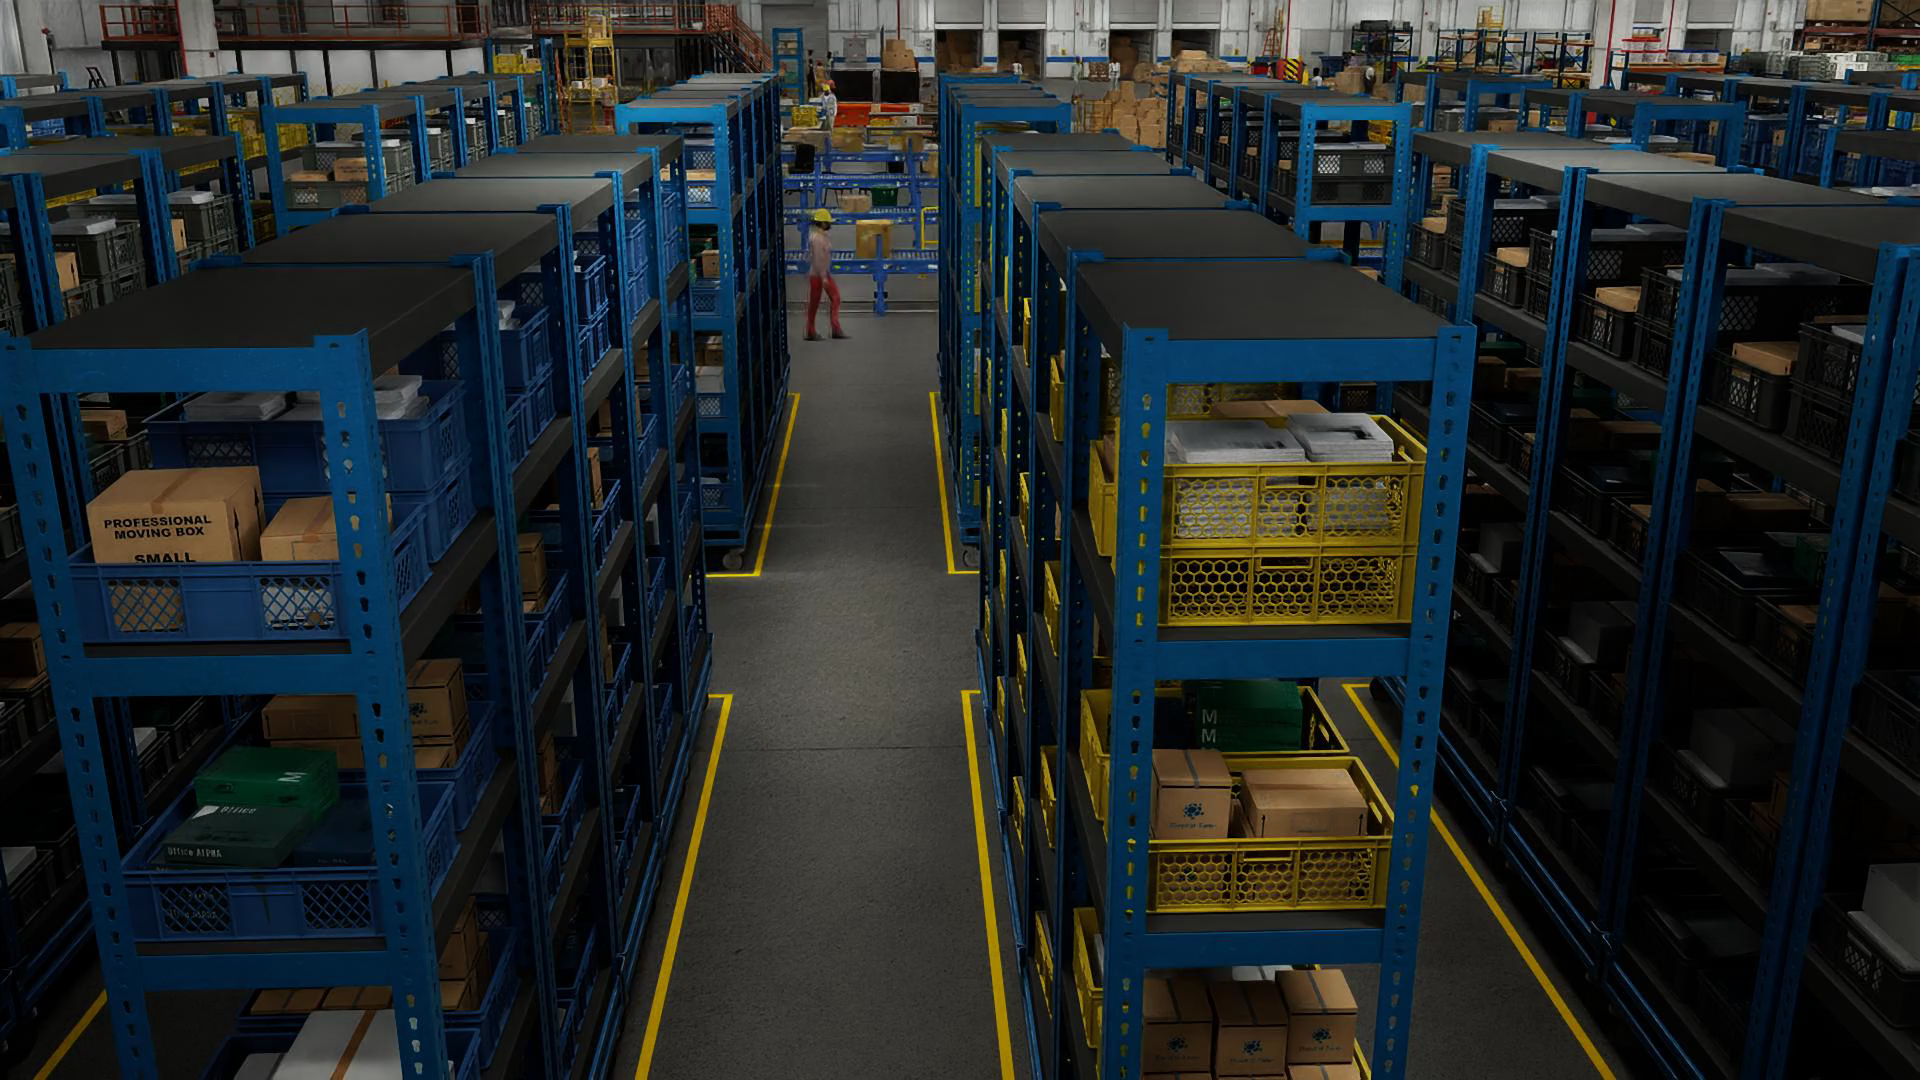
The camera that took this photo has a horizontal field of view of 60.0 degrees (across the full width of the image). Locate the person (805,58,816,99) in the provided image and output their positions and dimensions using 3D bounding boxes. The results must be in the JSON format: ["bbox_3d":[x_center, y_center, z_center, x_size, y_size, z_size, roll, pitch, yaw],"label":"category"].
[{"bbox_3d":[-6.888,-21.345,76.974,0.514,1.844,0.328,-4,18,-13],"label":"person"}]

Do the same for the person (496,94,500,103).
[{"bbox_3d":[-15.178,-14.222,55.149,0.817,1.713,0.489,0,18,1],"label":"person"}]

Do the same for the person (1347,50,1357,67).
[{"bbox_3d":[20.636,-24.804,87.546,0.368,1.927,0.587,-13,22,-35],"label":"person"}]

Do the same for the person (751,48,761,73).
[{"bbox_3d":[-11.234,-26.153,91.759,0.585,1.911,0.391,-7,19,-21],"label":"person"}]

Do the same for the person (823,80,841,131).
[{"bbox_3d":[-4.132,-13.832,53.625,0.478,1.909,0.581,-13,22,-35],"label":"person"}]

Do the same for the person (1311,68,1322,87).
[{"bbox_3d":[13.447,-16.877,62.953,0.367,1.966,0.607,14,23,38],"label":"person"}]

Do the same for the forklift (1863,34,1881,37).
[{"bbox_3d":[45.817,-24.194,84.132,1.129,2.768,1.873,12,21,33],"label":"forklift"}]

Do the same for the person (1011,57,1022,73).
[{"bbox_3d":[2.638,-21.555,77.558,0.573,1.887,0.355,9,20,27],"label":"person"}]

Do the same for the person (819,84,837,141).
[{"bbox_3d":[-4.219,-13.525,52.794,0.600,1.830,0.404,2,18,6],"label":"person"}]

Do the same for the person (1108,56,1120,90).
[{"bbox_3d":[7.294,-21.917,78.704,0.567,1.878,0.350,-5,19,-15],"label":"person"}]

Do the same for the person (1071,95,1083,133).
[{"bbox_3d":[3.465,-12.643,50.429,0.520,1.612,0.661,0,18,1],"label":"person"}]

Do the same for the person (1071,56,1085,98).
[{"bbox_3d":[5.538,-21.698,77.987,0.617,1.895,0.995,-13,22,-34],"label":"person"}]

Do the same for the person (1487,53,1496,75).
[{"bbox_3d":[27.431,-24.215,85.884,0.432,1.825,0.663,12,21,32],"label":"person"}]

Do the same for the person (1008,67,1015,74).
[{"bbox_3d":[1.932,-17.395,64.630,0.466,1.918,0.563,5,19,16],"label":"person"}]

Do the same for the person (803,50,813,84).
[{"bbox_3d":[-8.369,-25.977,91.341,0.694,1.834,0.351,-14,23,-38],"label":"person"}]

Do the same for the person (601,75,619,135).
[{"bbox_3d":[-11.781,-14.651,56.034,0.611,1.985,0.393,3,18,8],"label":"person"}]

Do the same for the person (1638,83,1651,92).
[{"bbox_3d":[25.007,-16.034,60.886,0.508,1.629,0.315,0,18,-1],"label":"person"}]

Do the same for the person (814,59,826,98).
[{"bbox_3d":[-6.244,-20.422,74.028,0.573,1.893,0.968,-5,19,-16],"label":"person"}]

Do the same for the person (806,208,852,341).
[{"bbox_3d":[-1.721,-3.456,21.772,0.728,1.734,0.542,3,18,11],"label":"person"}]

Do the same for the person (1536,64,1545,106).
[{"bbox_3d":[24.115,-18.857,69.263,0.503,1.861,0.331,-9,20,-26],"label":"person"}]

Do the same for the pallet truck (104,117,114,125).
[{"bbox_3d":[-18.367,-7.885,35.078,1.885,1.965,0.823,1,18,2],"label":"pallet truck"}]

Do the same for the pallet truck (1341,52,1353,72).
[{"bbox_3d":[18.794,-23.123,82.231,0.823,1.965,1.885,-13,22,-35],"label":"pallet truck"}]

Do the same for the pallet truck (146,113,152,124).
[{"bbox_3d":[-18.087,-8.309,36.390,1.885,1.965,0.823,-1,18,-4],"label":"pallet truck"}]

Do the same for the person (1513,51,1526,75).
[{"bbox_3d":[28.685,-24.101,85.395,0.634,1.925,0.435,-3,18,-8],"label":"person"}]

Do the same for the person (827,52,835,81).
[{"bbox_3d":[-6.592,-23.849,84.604,0.391,1.920,0.587,-12,21,-32],"label":"person"}]

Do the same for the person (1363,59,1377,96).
[{"bbox_3d":[17.616,-19.706,71.588,0.691,2.000,0.742,-1,18,-4],"label":"person"}]
